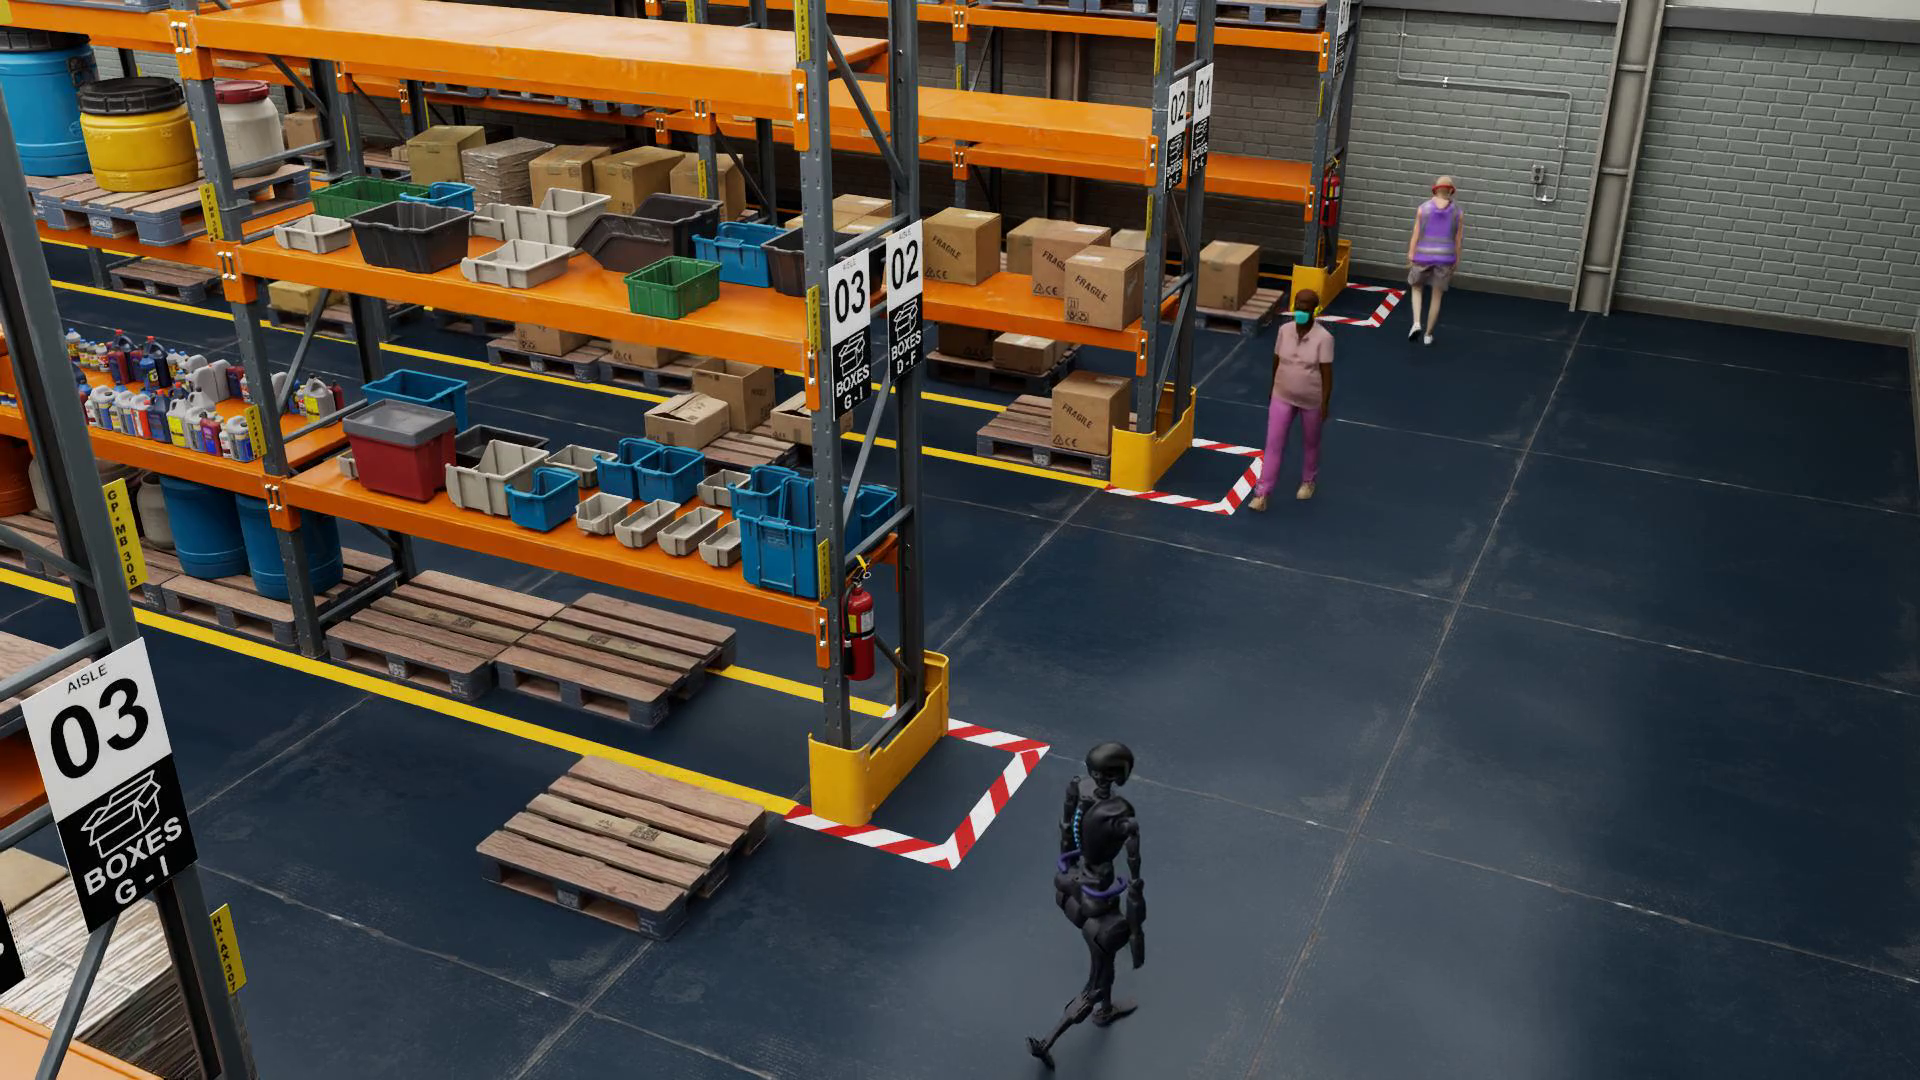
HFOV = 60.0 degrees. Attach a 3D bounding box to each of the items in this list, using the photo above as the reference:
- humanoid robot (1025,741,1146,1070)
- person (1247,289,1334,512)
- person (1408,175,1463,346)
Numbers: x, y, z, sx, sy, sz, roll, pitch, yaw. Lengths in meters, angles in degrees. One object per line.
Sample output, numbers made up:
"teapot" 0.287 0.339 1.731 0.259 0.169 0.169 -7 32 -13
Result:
"humanoid robot" 0.562 1.620 7.470 0.722 1.632 0.613 -16 30 -29
"person" 2.567 -1.045 12.738 0.546 1.755 0.941 14 29 25
"person" 4.618 -2.715 16.202 0.495 1.681 0.382 7 27 14
